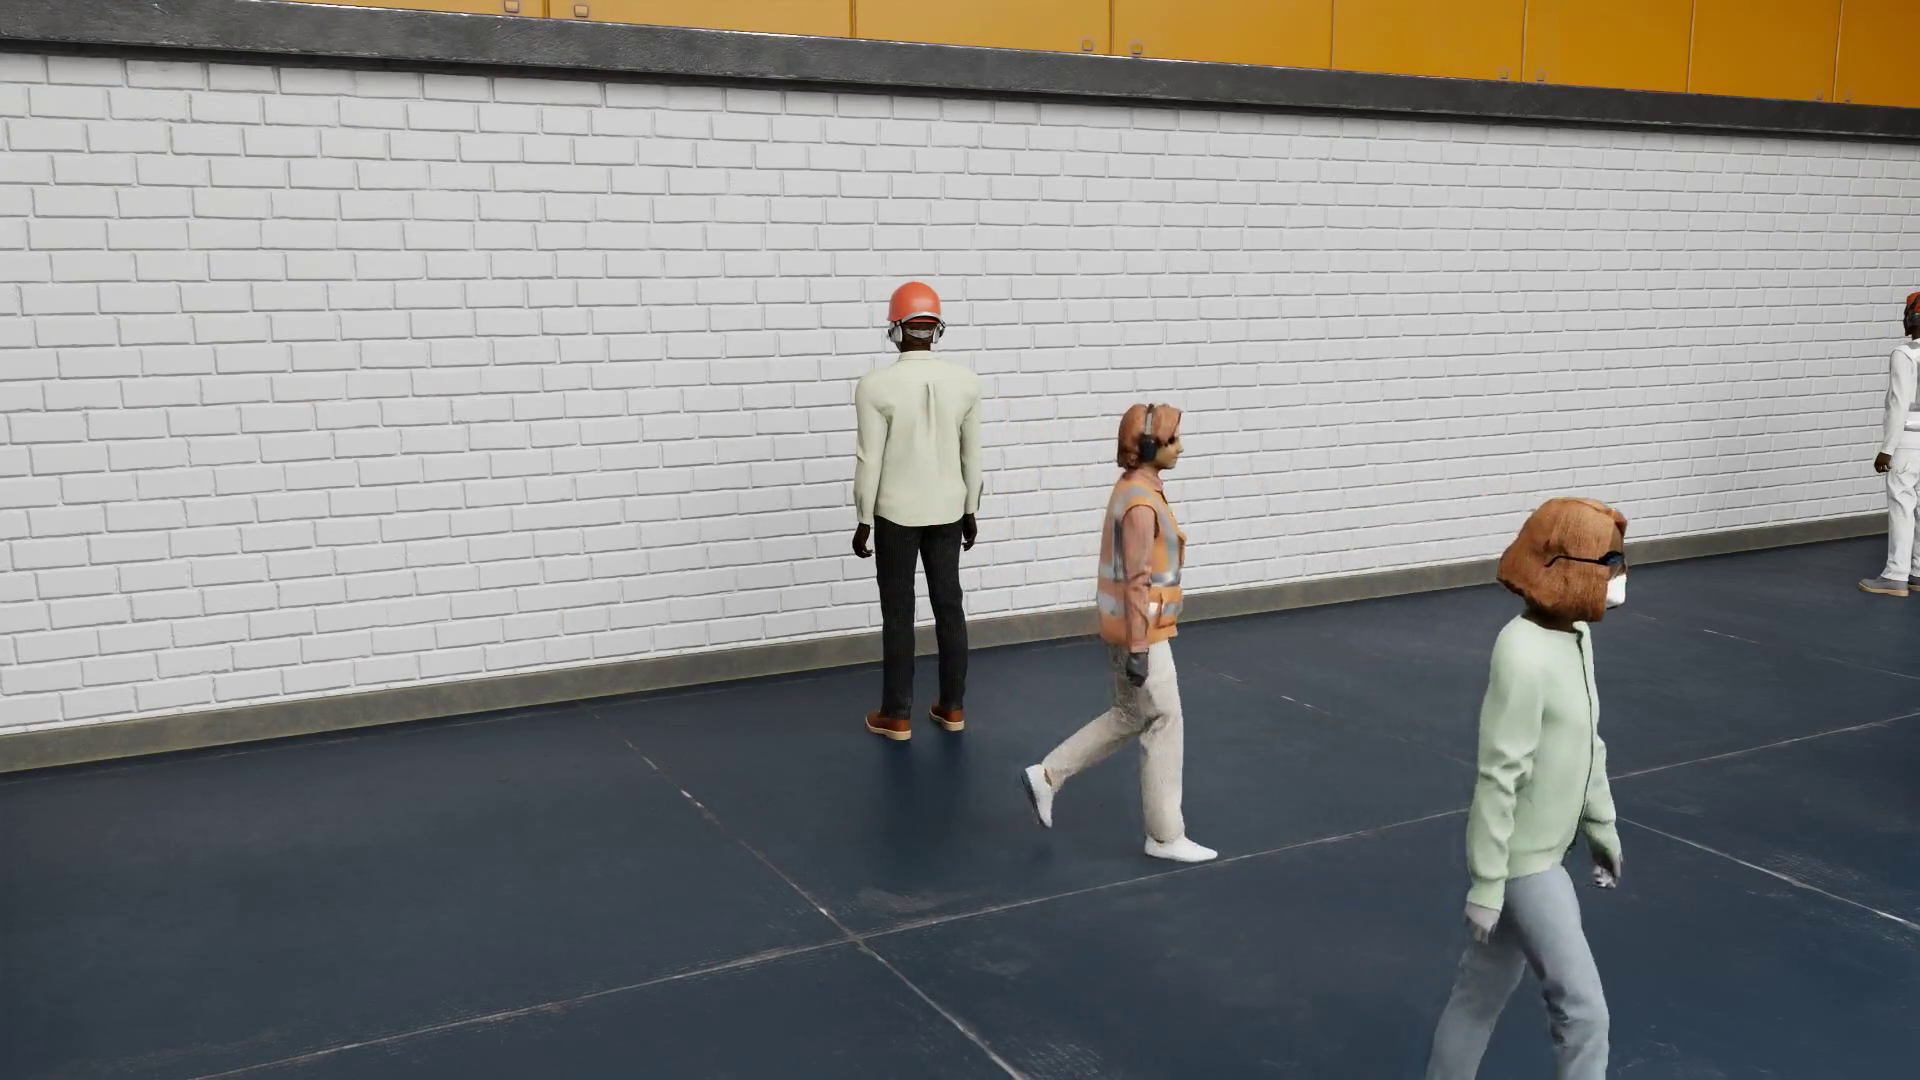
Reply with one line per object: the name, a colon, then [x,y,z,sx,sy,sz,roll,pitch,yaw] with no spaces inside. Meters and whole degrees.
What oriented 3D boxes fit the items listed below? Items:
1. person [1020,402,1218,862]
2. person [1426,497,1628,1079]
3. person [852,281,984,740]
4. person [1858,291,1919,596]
person: [0.566,0.321,5.804,0.631,1.618,0.522,0,10,3]
person: [1.350,0.710,3.575,0.740,1.600,0.527,6,11,29]
person: [-0.189,-0.124,7.287,0.622,1.994,0.381,-5,11,-28]
person: [5.903,-0.593,10.312,0.584,1.882,0.348,-5,11,-28]
